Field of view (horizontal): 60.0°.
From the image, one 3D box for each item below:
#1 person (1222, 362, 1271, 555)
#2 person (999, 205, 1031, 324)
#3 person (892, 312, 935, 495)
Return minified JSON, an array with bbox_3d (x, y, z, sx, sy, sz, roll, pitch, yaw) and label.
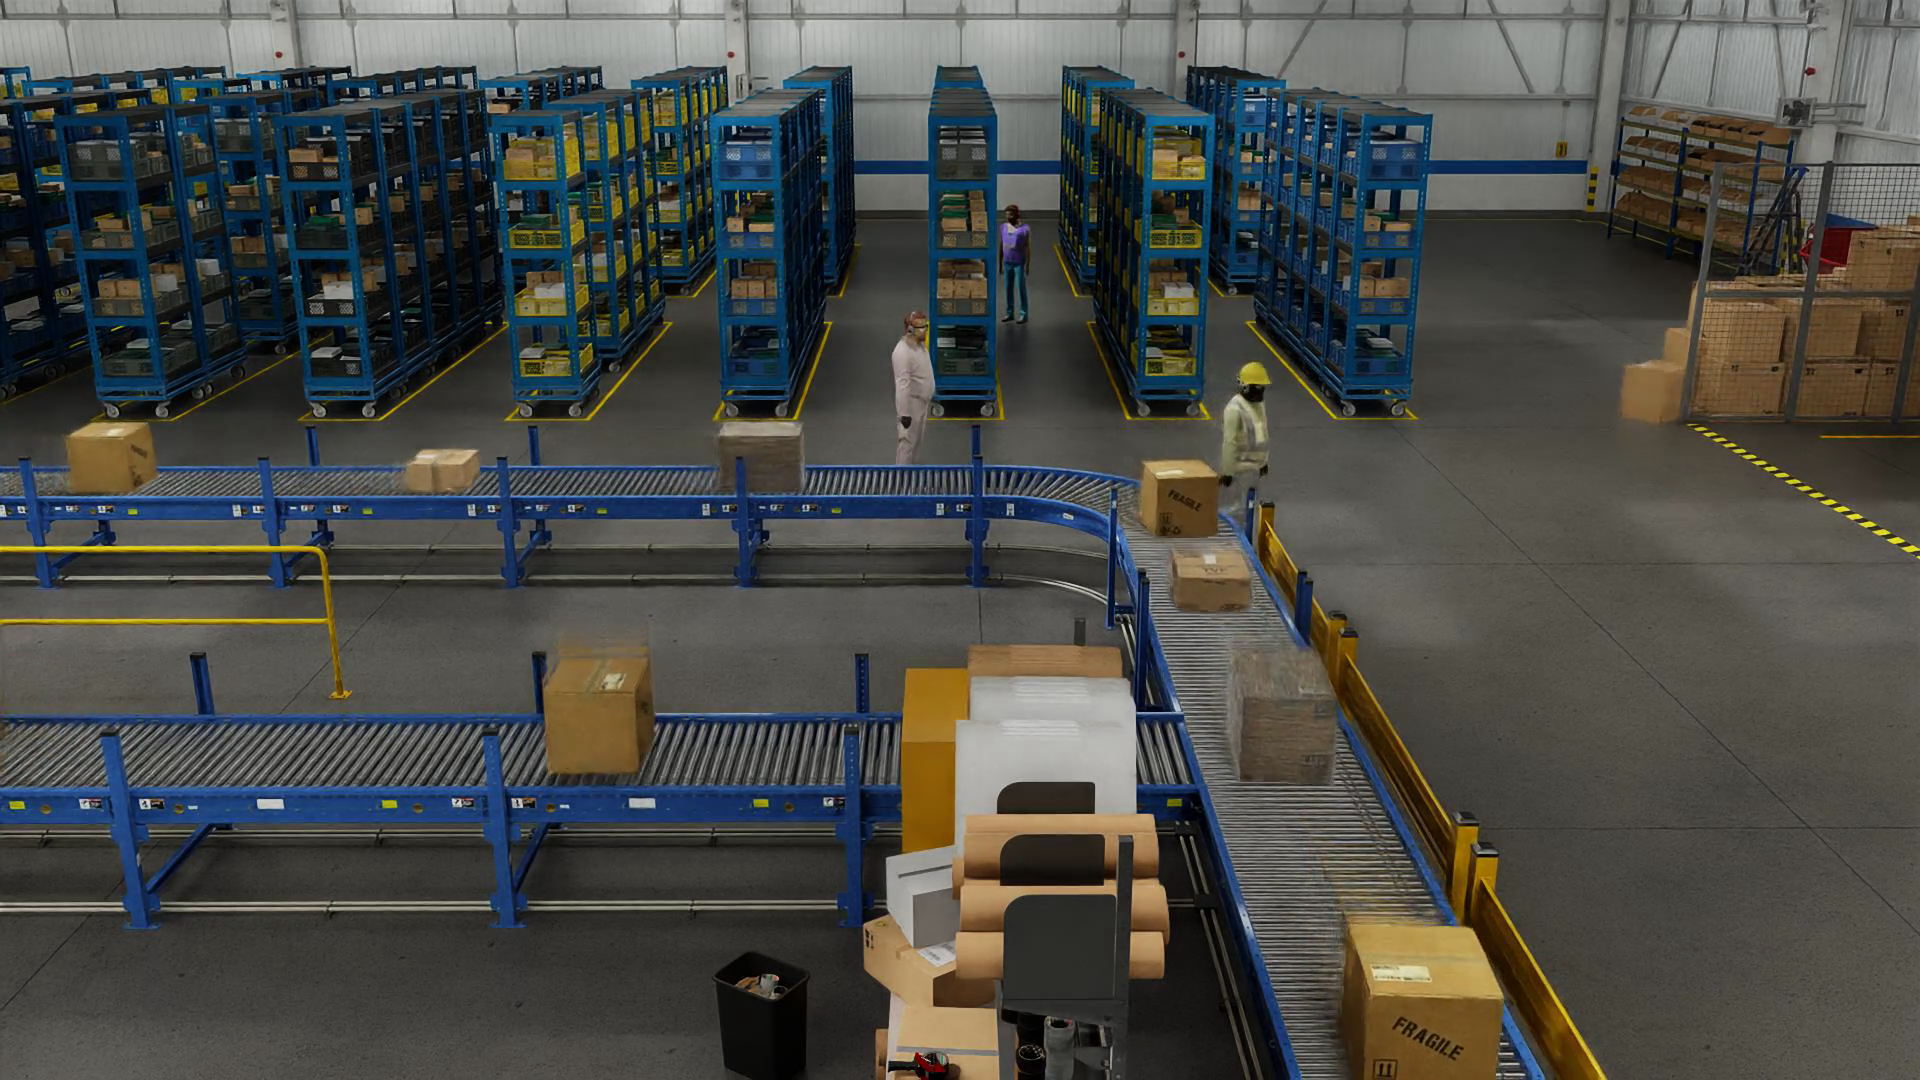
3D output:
[{"bbox_3d":[2.545,-0.698,14.843,0.426,1.816,0.605,11,21,31],"label":"person"},{"bbox_3d":[0.856,-4.310,25.960,0.573,1.830,0.401,12,22,33],"label":"person"},{"bbox_3d":[-0.448,-1.348,16.709,0.401,1.906,0.649,5,19,14],"label":"person"}]
